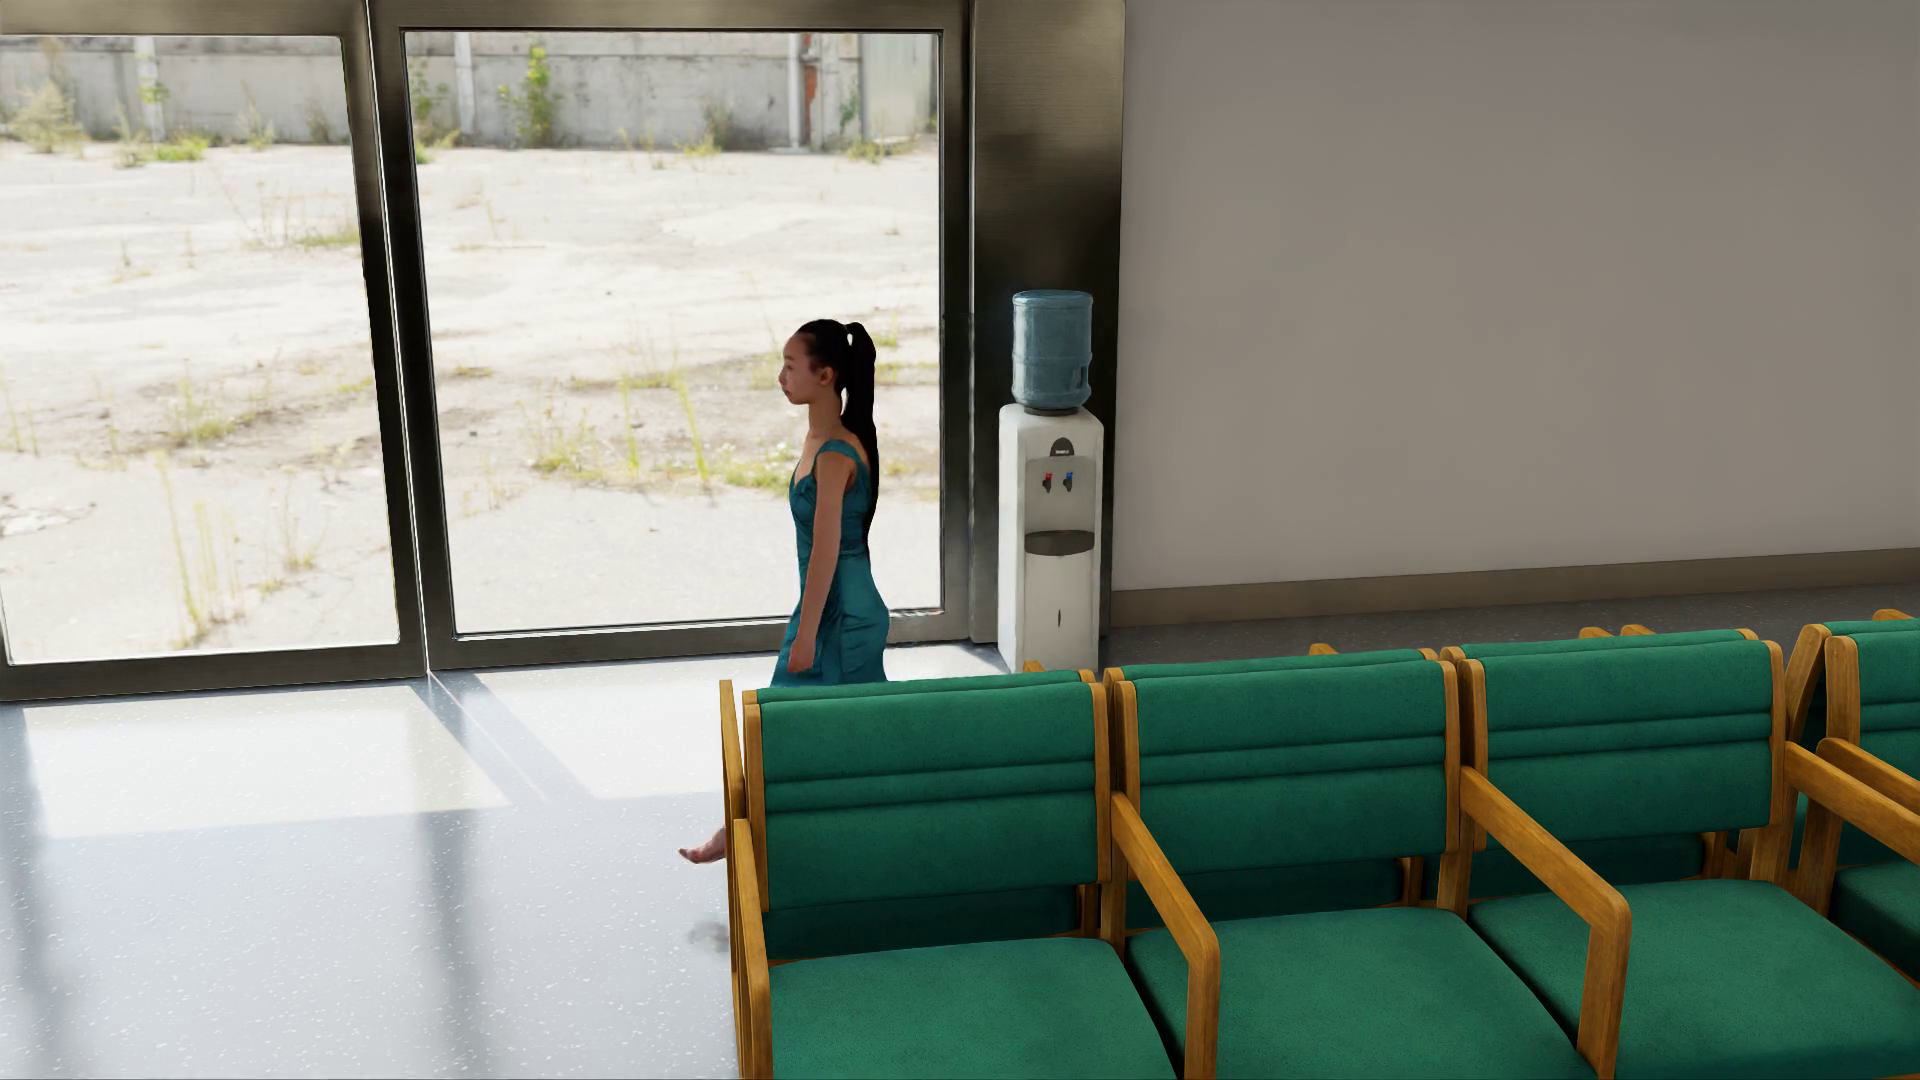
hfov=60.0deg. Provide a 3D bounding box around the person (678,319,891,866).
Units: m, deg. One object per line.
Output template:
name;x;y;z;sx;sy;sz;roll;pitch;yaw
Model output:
person;-0.245;0.242;4.599;0.628;1.653;0.888;-2;16;-8
